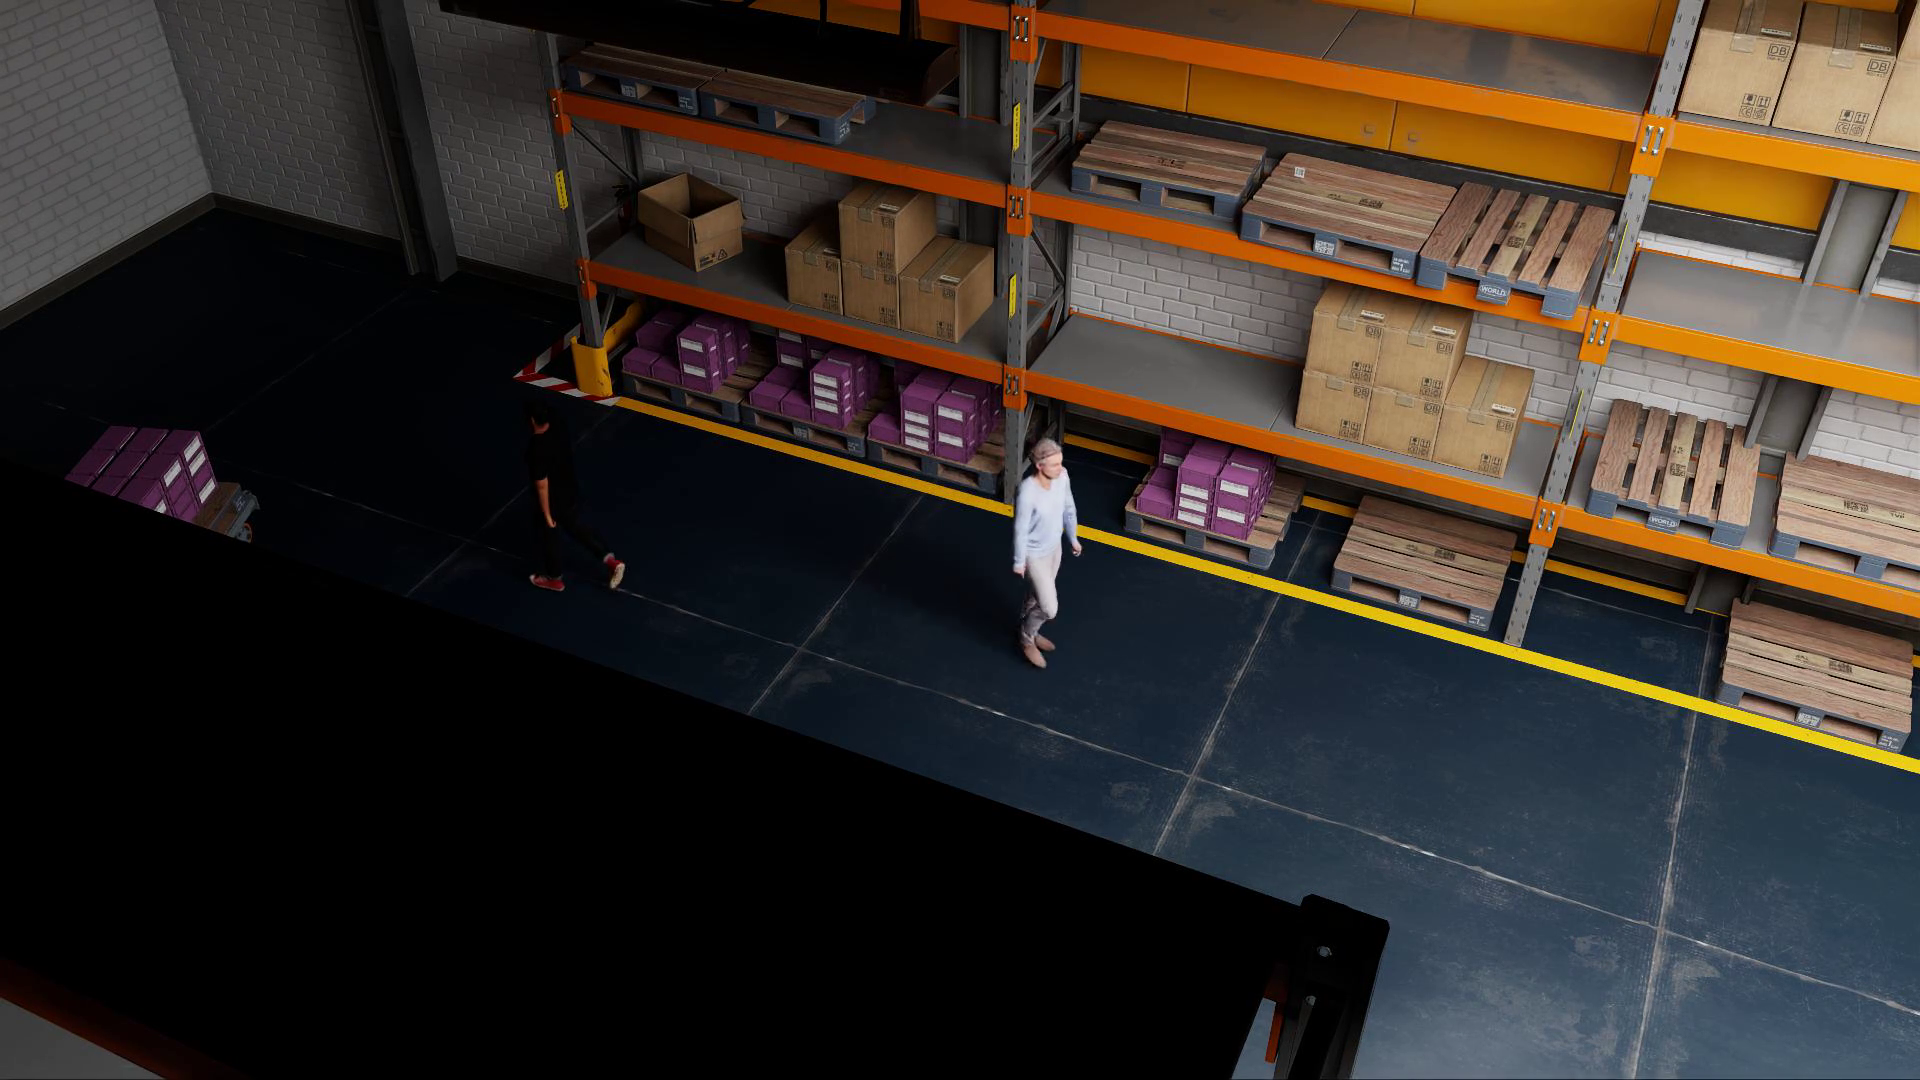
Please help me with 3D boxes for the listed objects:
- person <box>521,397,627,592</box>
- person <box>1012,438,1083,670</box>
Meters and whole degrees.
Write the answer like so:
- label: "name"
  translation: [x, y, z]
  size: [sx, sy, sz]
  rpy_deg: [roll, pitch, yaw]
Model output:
- label: "person"
  translation: [-2.879, -0.307, 12.114]
  size: [1.024, 1.740, 0.670]
  rpy_deg: [12, 40, 15]
- label: "person"
  translation: [0.484, 0.040, 11.572]
  size: [0.736, 1.875, 0.726]
  rpy_deg: [24, 45, 27]
